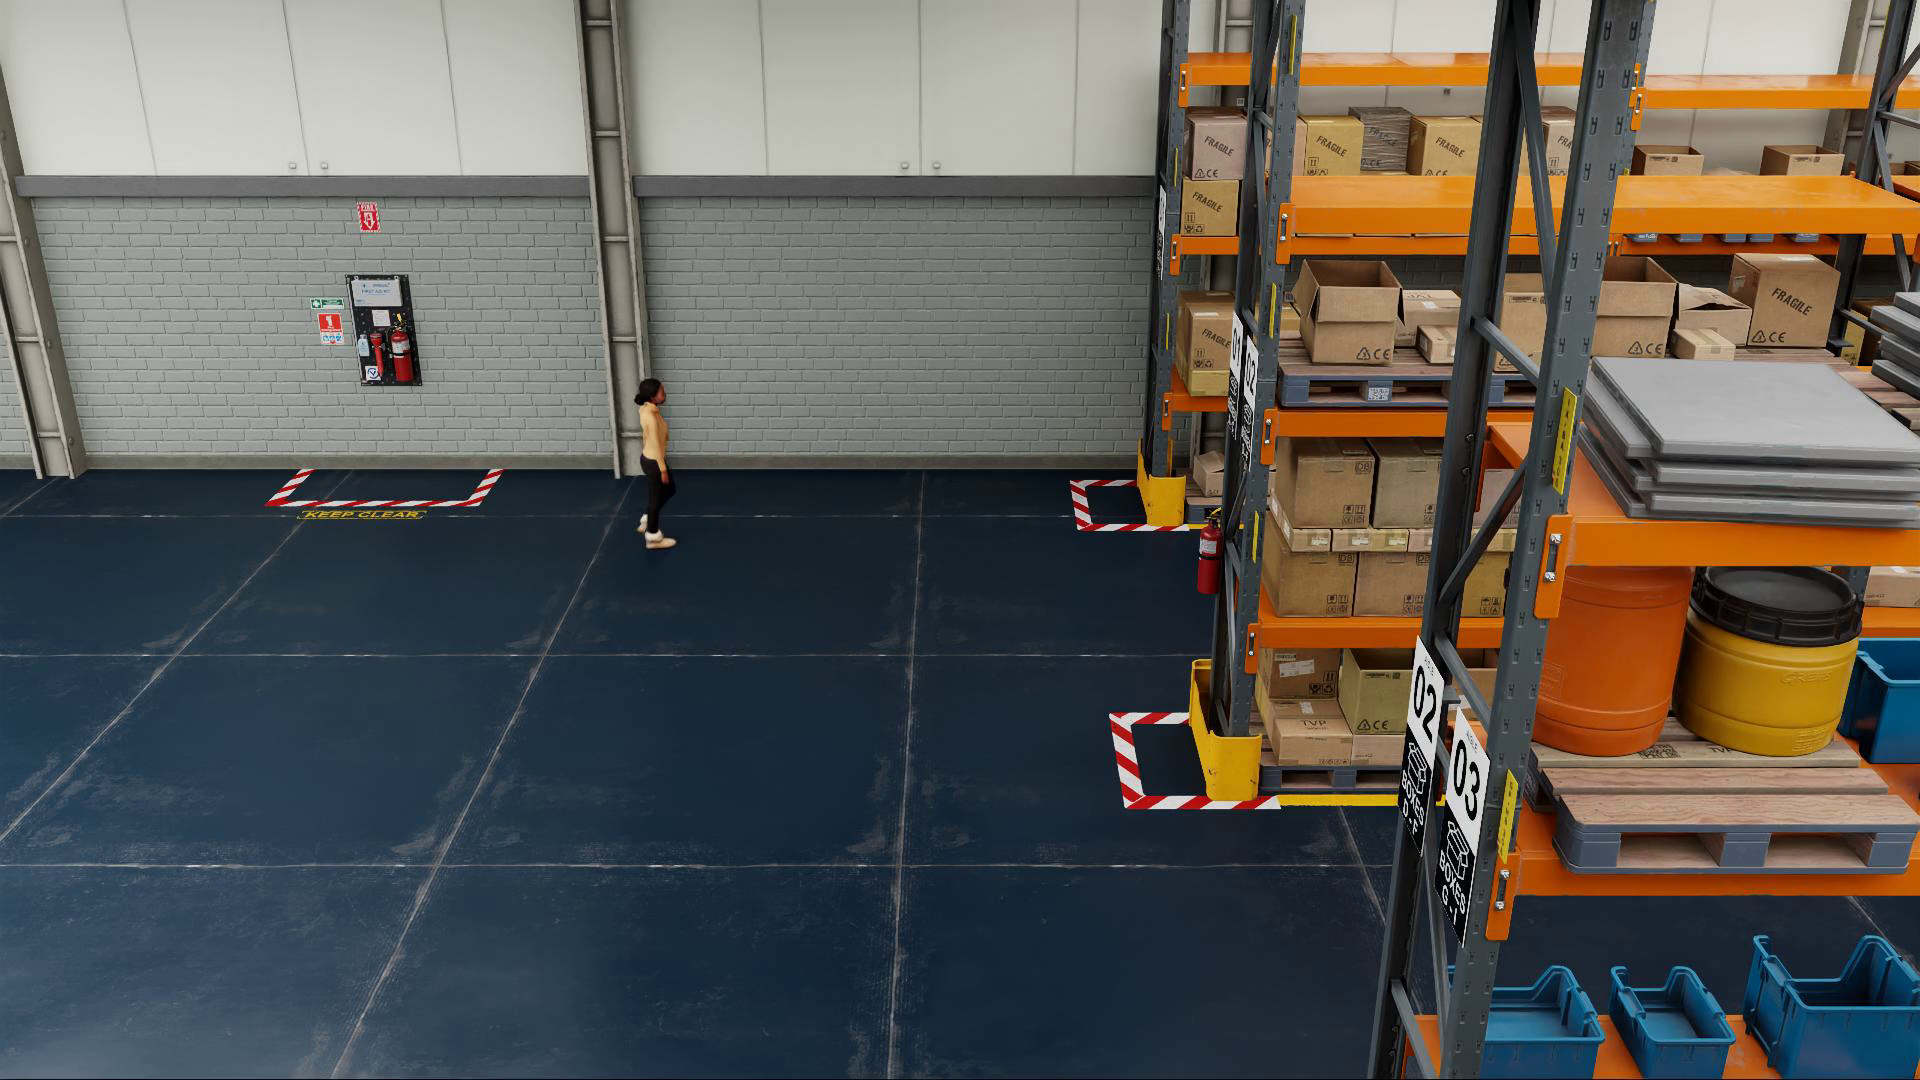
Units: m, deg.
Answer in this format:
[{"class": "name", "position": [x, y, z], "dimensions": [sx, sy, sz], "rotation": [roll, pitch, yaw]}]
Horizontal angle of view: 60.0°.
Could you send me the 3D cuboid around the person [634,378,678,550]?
[{"class": "person", "position": [-2.883, -0.688, 15.253], "dimensions": [0.698, 1.651, 0.689], "rotation": [-6, 24, -14]}]
